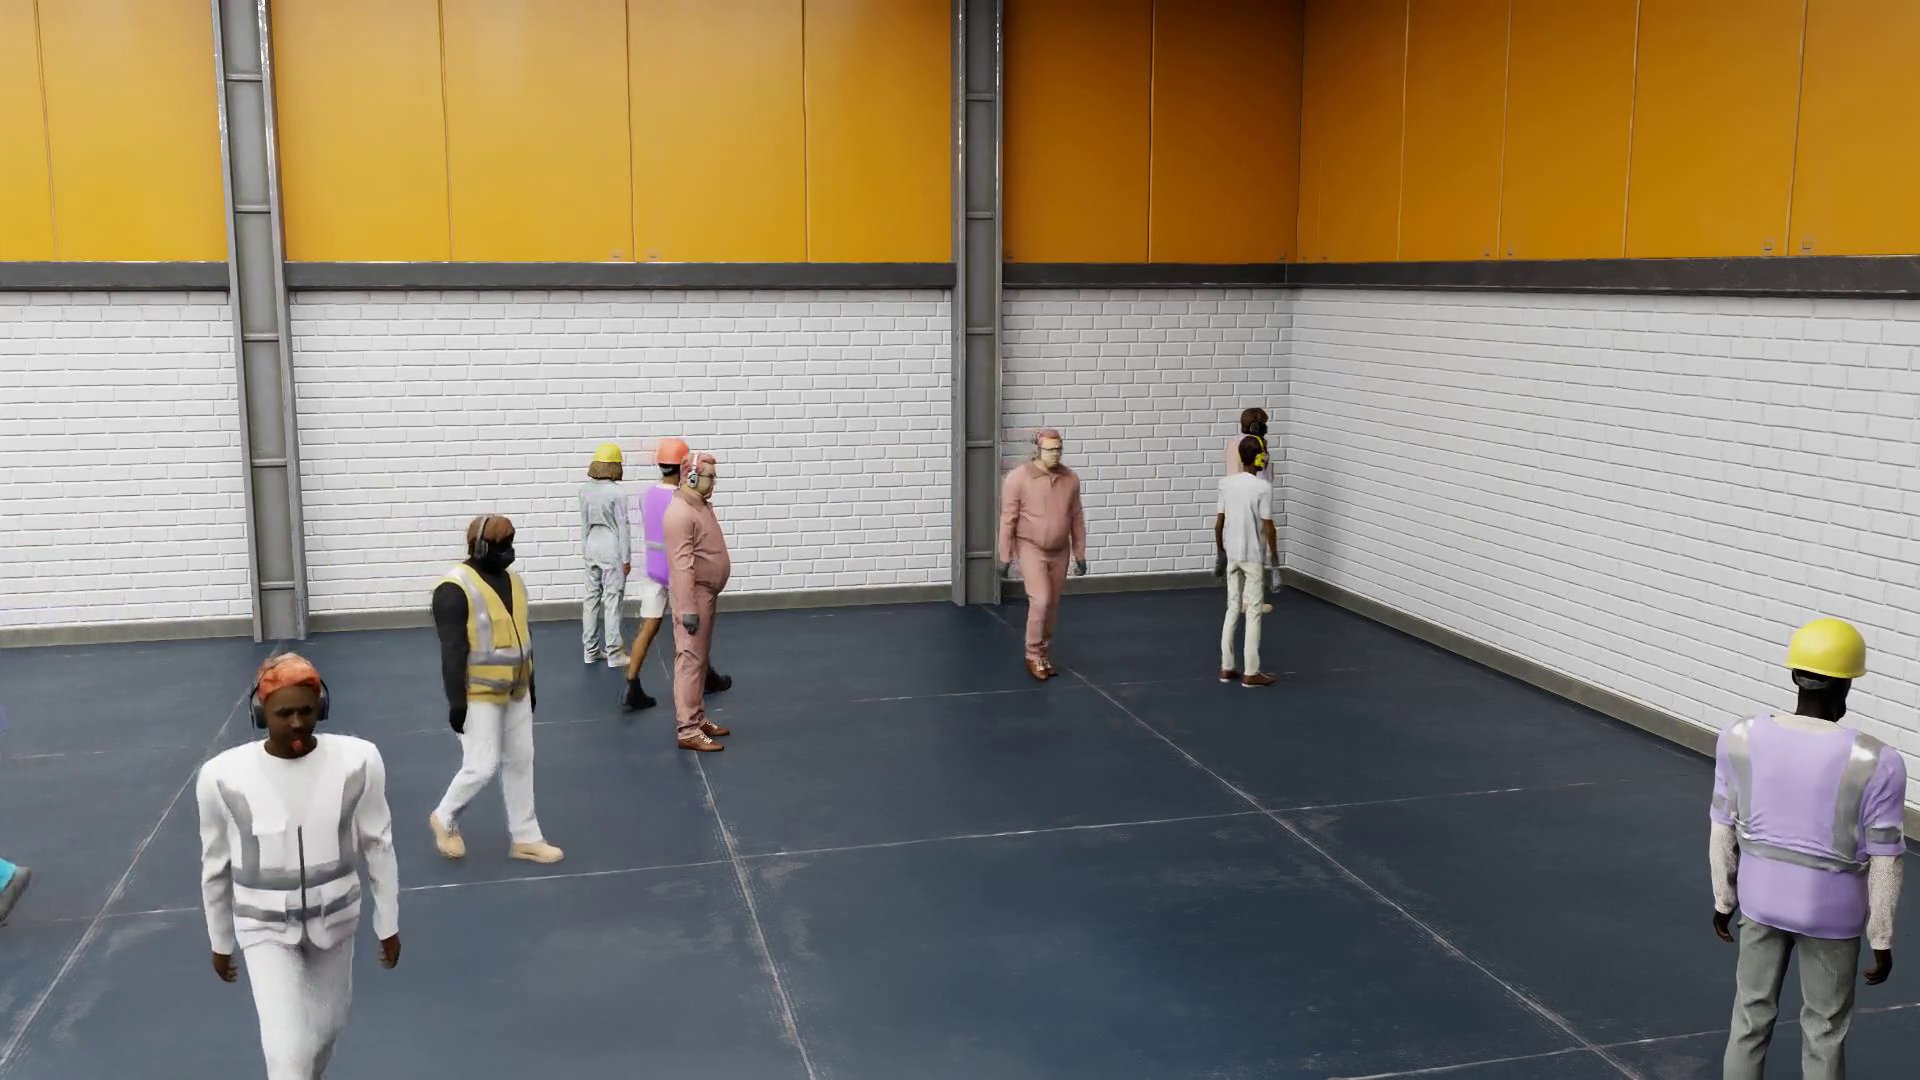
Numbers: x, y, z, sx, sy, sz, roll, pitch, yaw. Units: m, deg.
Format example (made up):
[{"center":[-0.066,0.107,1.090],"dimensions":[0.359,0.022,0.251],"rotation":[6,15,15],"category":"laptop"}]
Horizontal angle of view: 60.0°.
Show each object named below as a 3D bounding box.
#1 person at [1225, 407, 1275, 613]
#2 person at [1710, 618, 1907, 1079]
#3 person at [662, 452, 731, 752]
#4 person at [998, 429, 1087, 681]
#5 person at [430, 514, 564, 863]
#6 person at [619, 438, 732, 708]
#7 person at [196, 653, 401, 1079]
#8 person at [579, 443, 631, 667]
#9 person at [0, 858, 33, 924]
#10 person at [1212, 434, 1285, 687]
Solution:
[{"center":[2.609,-0.274,14.974],"dimensions":[0.430,1.844,0.624],"rotation":[-2,9,-14],"category":"person"},{"center":[2.771,1.205,5.474],"dimensions":[0.588,1.927,0.369],"rotation":[9,13,44],"category":"person"},{"center":[-1.671,0.385,10.665],"dimensions":[0.407,1.906,0.638],"rotation":[0,9,0],"category":"person"},{"center":[0.656,0.112,12.414],"dimensions":[0.678,1.883,0.569],"rotation":[-5,10,-30],"category":"person"},{"center":[-2.395,0.771,8.495],"dimensions":[0.618,1.826,0.660],"rotation":[4,10,24],"category":"person"},{"center":[-2.041,0.225,11.716],"dimensions":[0.554,1.899,0.985],"rotation":[6,11,33],"category":"person"},{"center":[-2.191,1.245,5.525],"dimensions":[0.587,1.846,0.942],"rotation":[-5,11,-30],"category":"person"},{"center":[-2.723,0.112,12.898],"dimensions":[0.484,1.736,0.323],"rotation":[5,11,30],"category":"person"},{"center":[-4.615,0.922,7.564],"dimensions":[0.522,1.820,0.592],"rotation":[-2,9,-13],"category":"person"},{"center":[2.115,0.150,12.254],"dimensions":[0.361,1.860,0.583],"rotation":[-8,12,-41],"category":"person"}]
